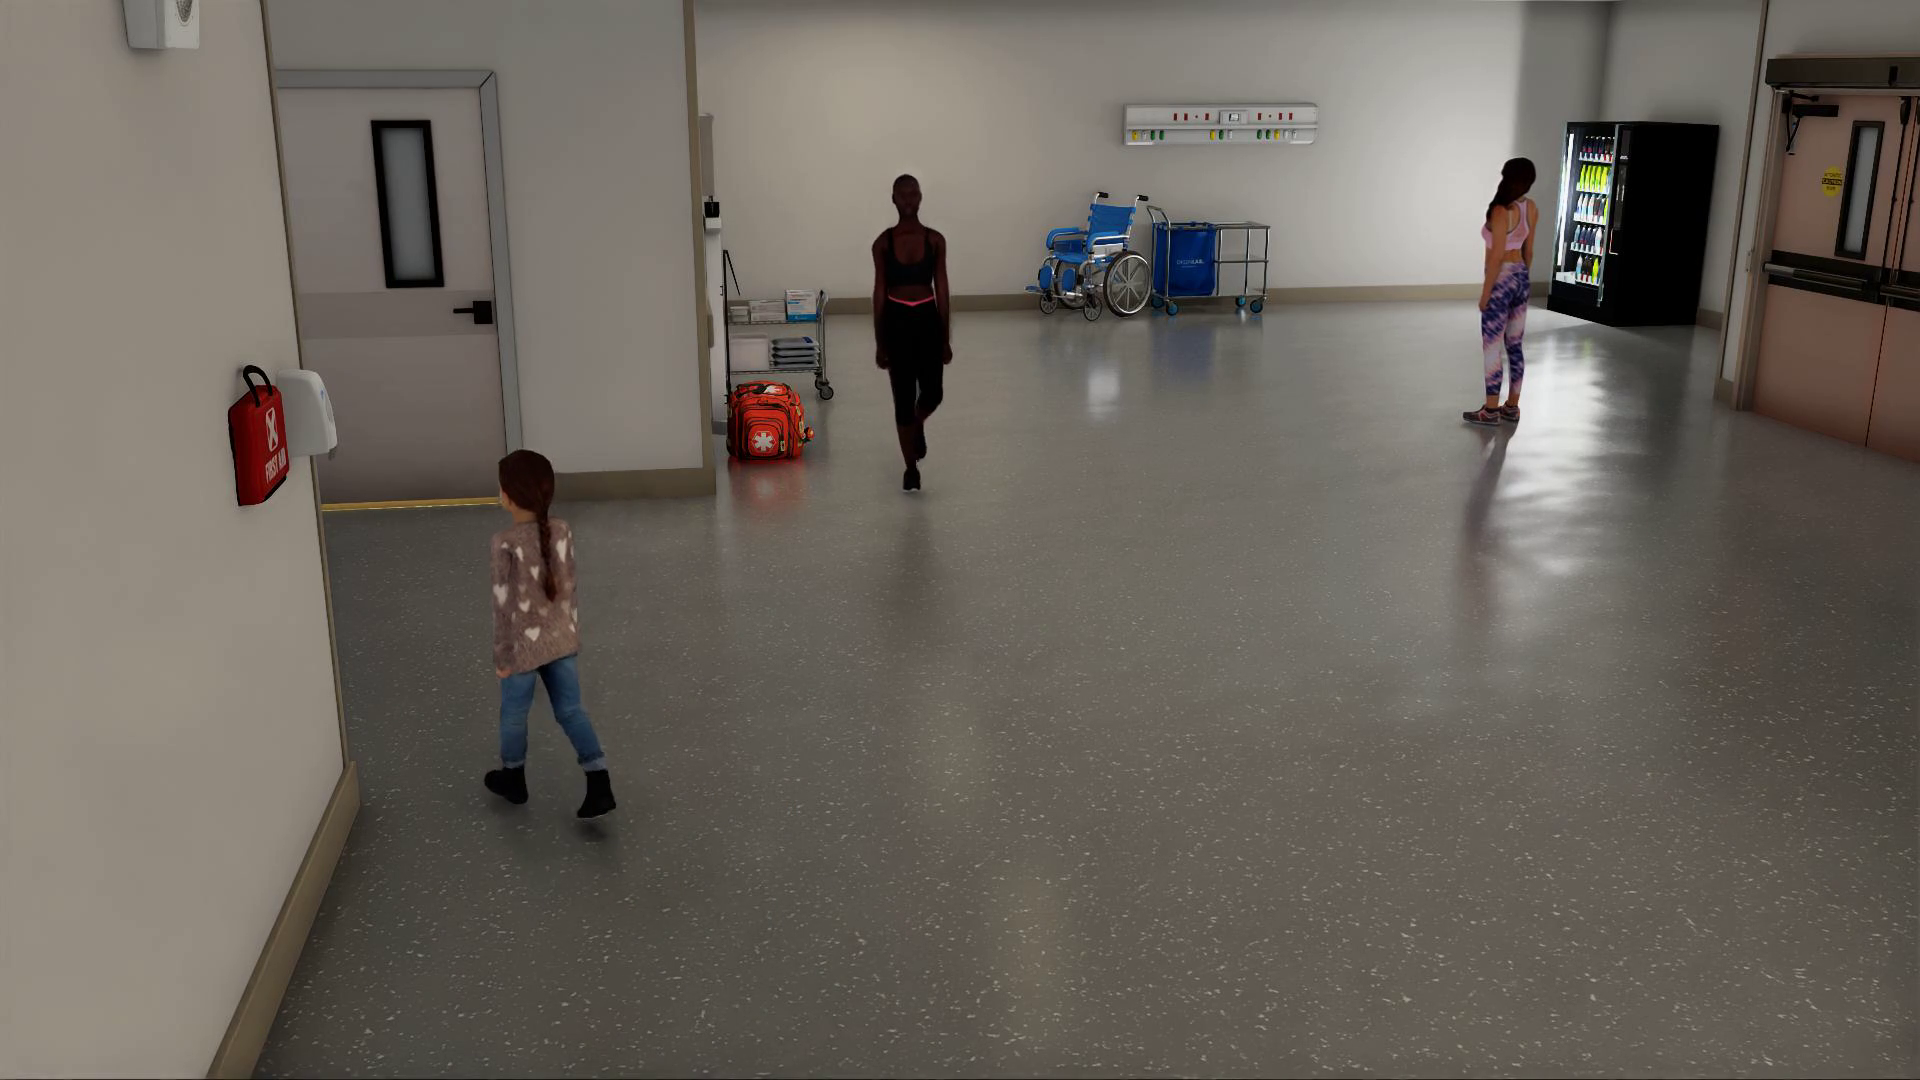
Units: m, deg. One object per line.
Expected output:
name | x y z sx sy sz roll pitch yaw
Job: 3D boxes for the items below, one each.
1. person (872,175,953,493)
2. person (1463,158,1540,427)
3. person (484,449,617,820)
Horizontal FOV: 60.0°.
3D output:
person | -0.273 -1.167 9.408 0.618 1.741 0.934 -2 16 -7
person | 3.652 -1.663 11.120 0.676 1.765 0.673 -10 19 -33
person | -1.275 0.320 5.168 0.898 1.179 0.780 15 22 42
